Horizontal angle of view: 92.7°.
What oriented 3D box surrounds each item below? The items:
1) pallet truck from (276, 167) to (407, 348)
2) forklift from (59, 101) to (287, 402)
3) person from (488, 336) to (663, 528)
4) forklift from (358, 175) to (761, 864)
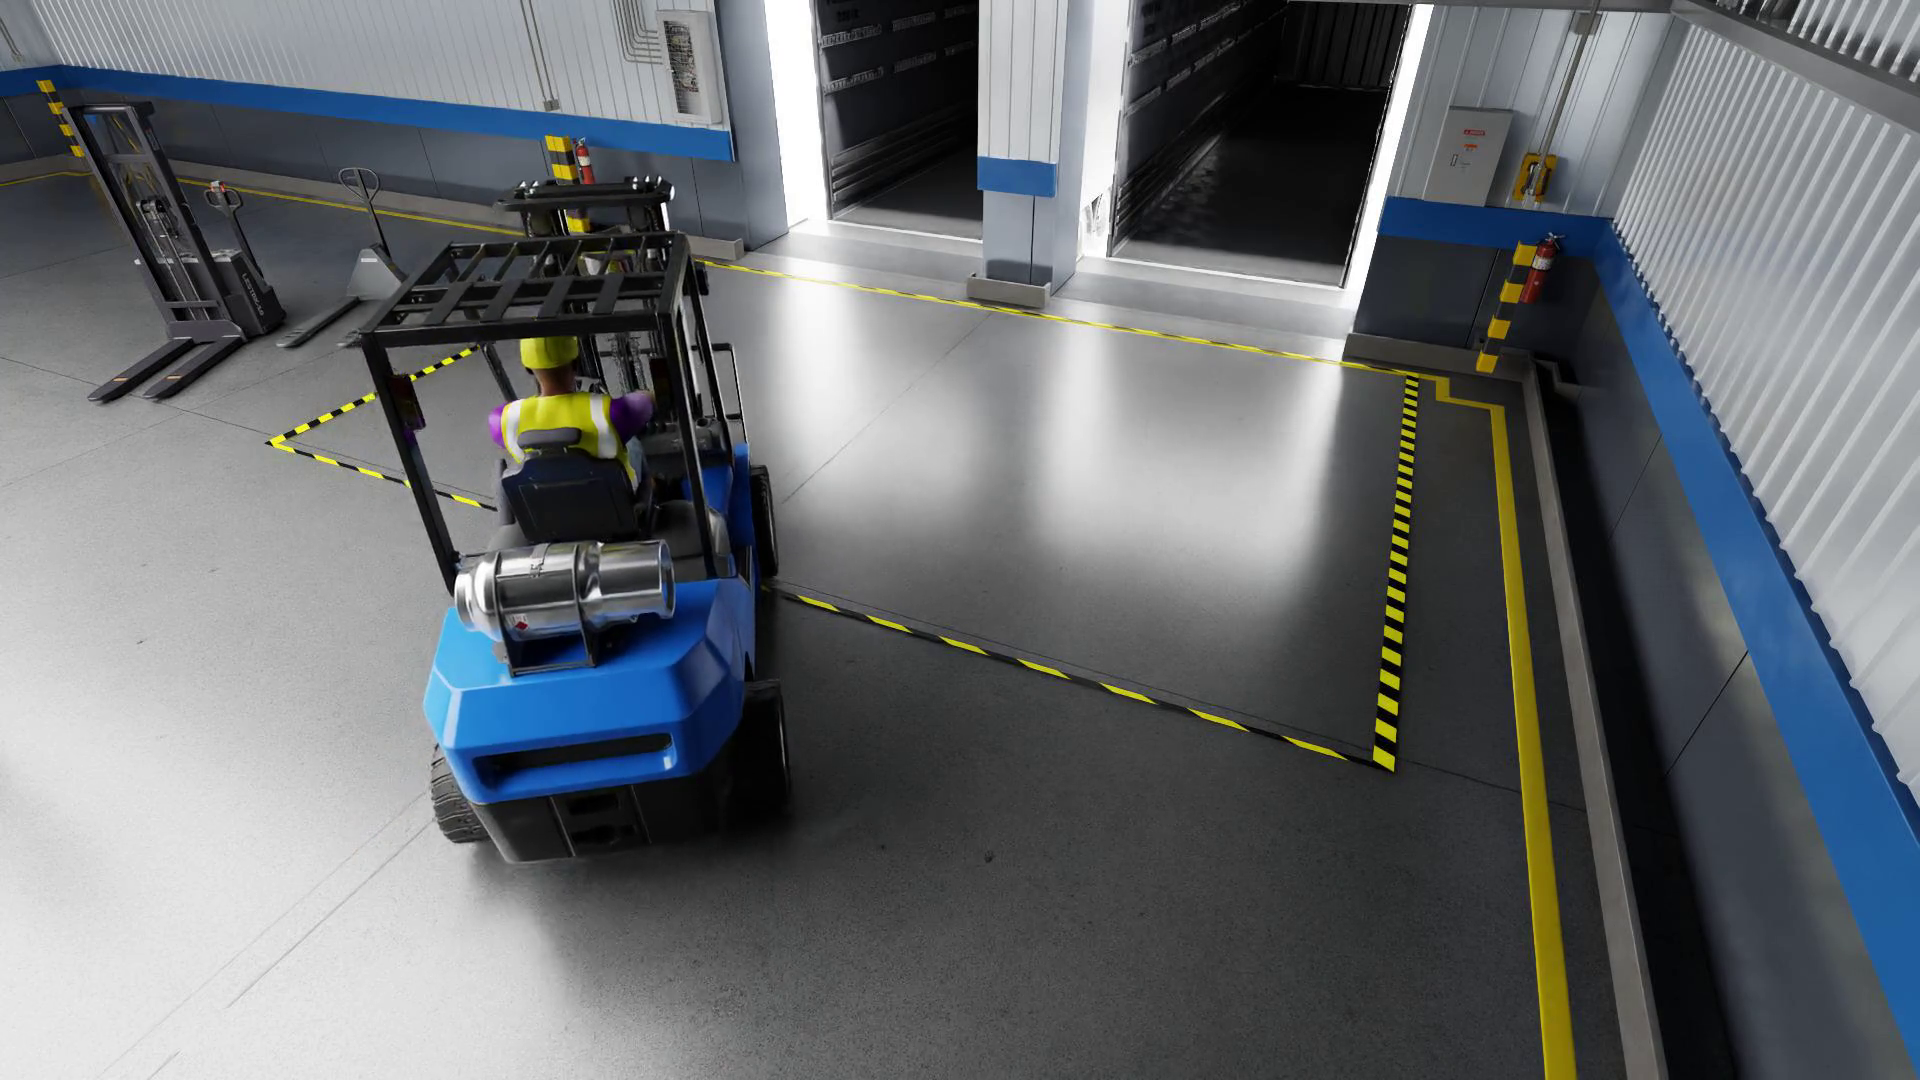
[{"bbox_3d":[-5.732,-2.611,8.414,0.680,1.201,1.601,-1,35,-1],"label":"pallet truck"},{"bbox_3d":[-6.686,-2.387,7.434,0.823,1.965,1.885,-3,35,-5],"label":"forklift"},{"bbox_3d":[-1.600,-0.470,4.055,0.635,1.294,1.004,-6,35,-8],"label":"person"},{"bbox_3d":[-1.596,-0.282,4.113,1.157,2.036,2.680,-6,35,-8],"label":"forklift"}]
